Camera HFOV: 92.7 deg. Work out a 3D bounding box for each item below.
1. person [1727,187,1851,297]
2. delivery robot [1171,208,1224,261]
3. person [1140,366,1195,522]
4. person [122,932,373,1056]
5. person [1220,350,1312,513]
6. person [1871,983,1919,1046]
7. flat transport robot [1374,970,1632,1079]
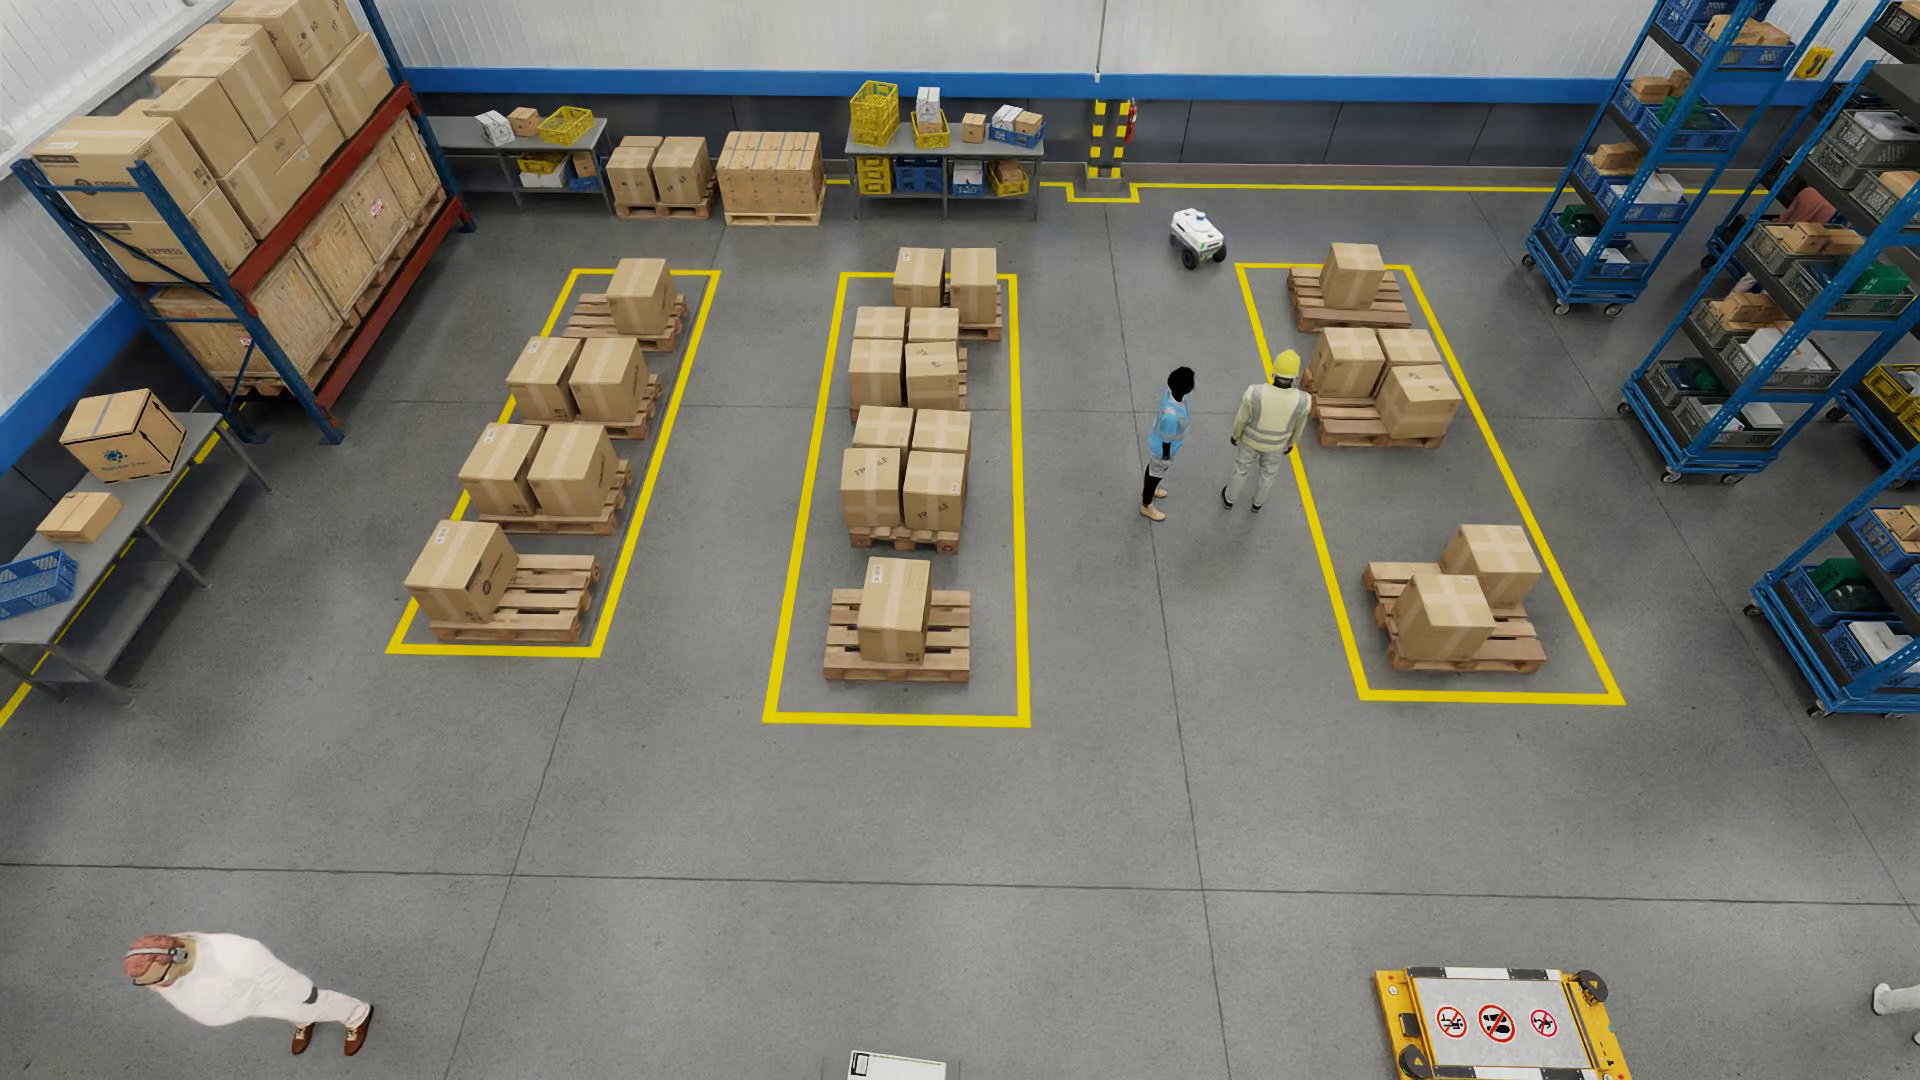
[{"bbox_3d":[9.030,-3.139,9.935,0.411,1.982,0.620,-19,53,-15],"label":"person"},{"bbox_3d":[2.931,-3.813,11.333,0.477,0.478,0.707,-19,53,-15],"label":"delivery robot"},{"bbox_3d":[1.863,-0.877,8.268,0.318,1.698,0.536,10,52,8],"label":"person"},{"bbox_3d":[-4.092,2.629,5.287,0.656,1.899,0.396,2,51,2],"label":"person"},{"bbox_3d":[2.738,-0.941,8.237,0.588,1.830,0.404,9,51,7],"label":"person"},{"bbox_3d":[6.219,2.644,5.431,0.305,1.644,0.522,-31,57,-23],"label":"person"},{"bbox_3d":[3.501,3.133,5.914,1.431,0.197,0.652,1,51,1],"label":"flat transport robot"}]
